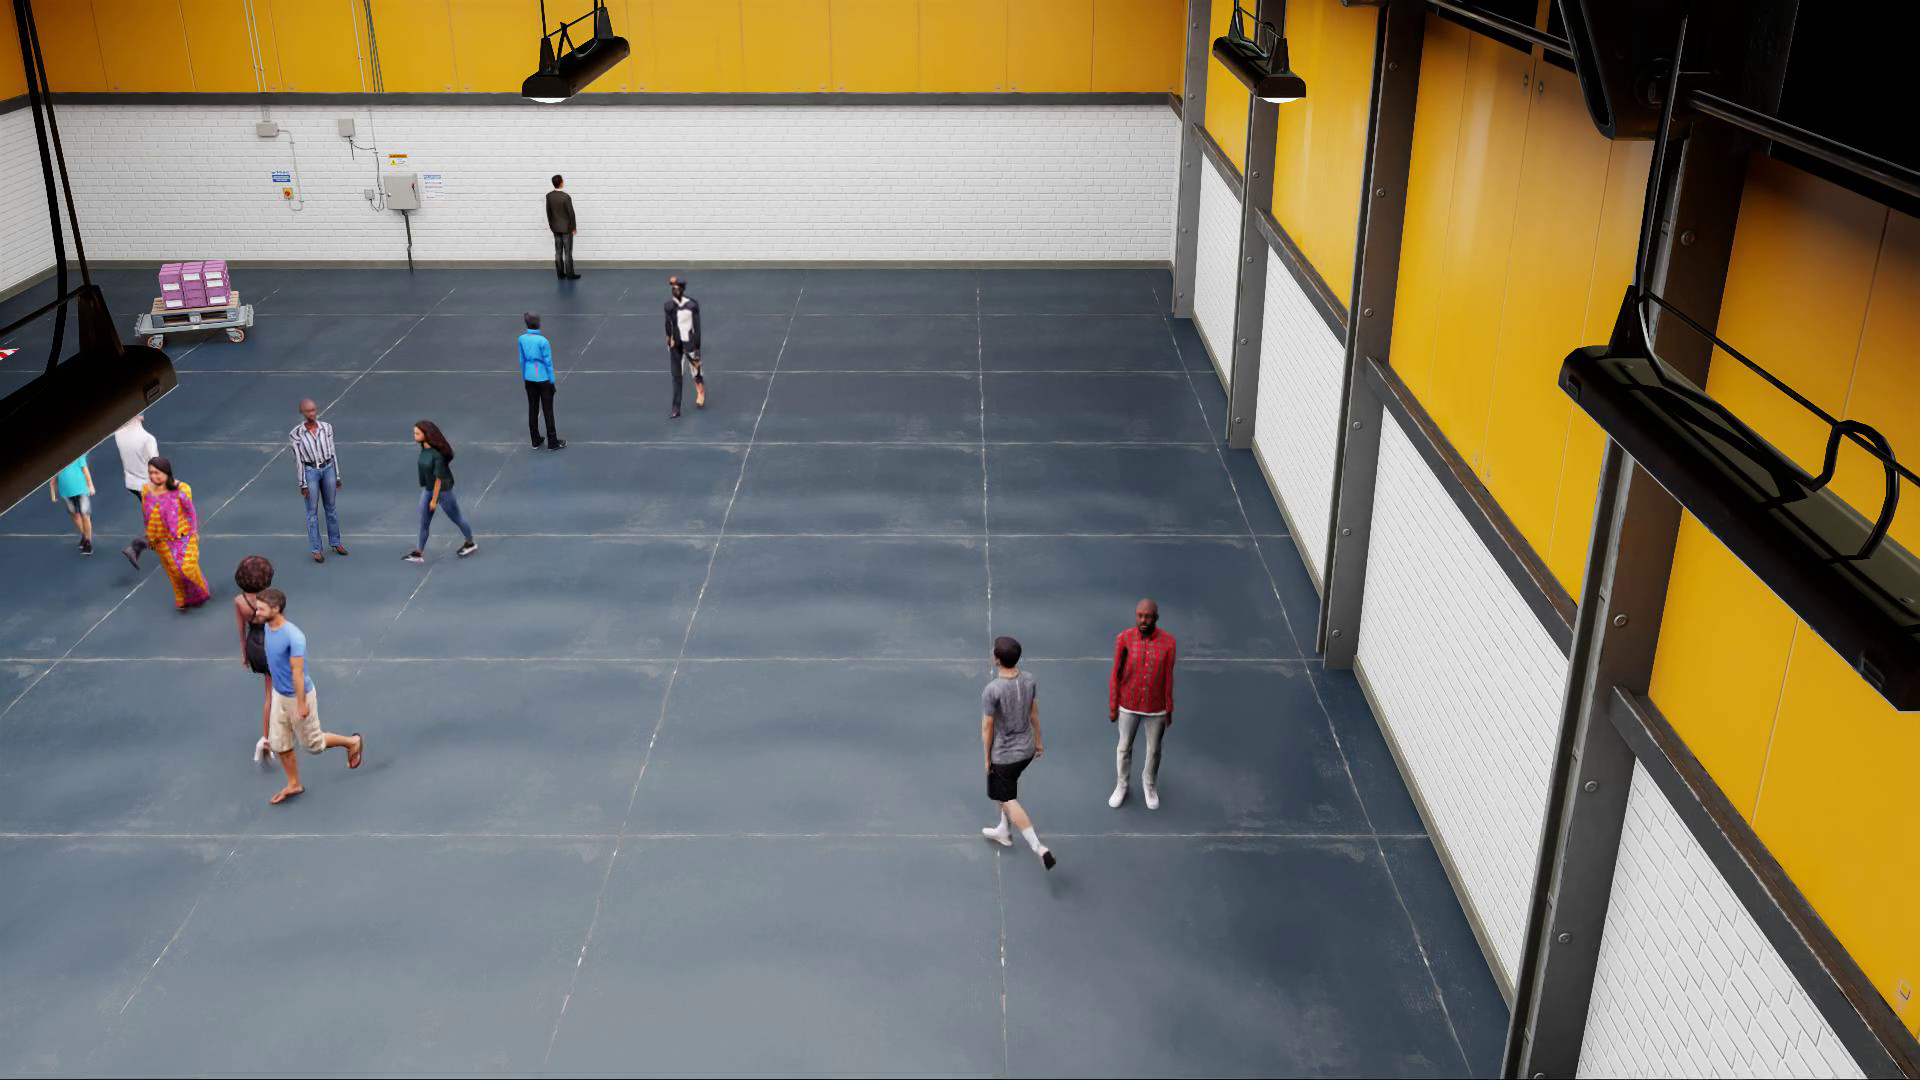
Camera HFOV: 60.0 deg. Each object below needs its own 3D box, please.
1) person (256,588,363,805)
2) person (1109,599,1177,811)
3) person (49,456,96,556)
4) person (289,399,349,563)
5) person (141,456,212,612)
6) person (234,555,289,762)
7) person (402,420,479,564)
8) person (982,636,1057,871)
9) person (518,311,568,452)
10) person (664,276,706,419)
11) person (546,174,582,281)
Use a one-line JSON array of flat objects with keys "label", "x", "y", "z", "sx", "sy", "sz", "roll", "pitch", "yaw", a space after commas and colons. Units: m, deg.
[{"label": "person", "x": -5.338, "y": 1.228, "z": 13.509, "sx": 1.010, "sy": 1.833, "sz": 1.153, "roll": 17, "pitch": 29, "yaw": 33}, {"label": "person", "x": 1.467, "y": 1.296, "z": 13.370, "sx": 0.693, "sy": 1.819, "sz": 0.601, "roll": 3, "pitch": 24, "yaw": 7}, {"label": "person", "x": -9.657, "y": -0.586, "z": 18.162, "sx": 0.634, "sy": 1.430, "sz": 0.837, "roll": -4, "pitch": 24, "yaw": -9}, {"label": "person", "x": -6.906, "y": -0.659, "z": 17.871, "sx": 0.748, "sy": 1.796, "sz": 0.684, "roll": 21, "pitch": 31, "yaw": 40}, {"label": "person", "x": -7.891, "y": -0.095, "z": 16.747, "sx": 0.666, "sy": 1.663, "sz": 0.715, "roll": 2, "pitch": 24, "yaw": 4}, {"label": "person", "x": -5.875, "y": 1.039, "z": 14.056, "sx": 0.574, "sy": 1.740, "sz": 1.163, "roll": 0, "pitch": 24, "yaw": 1}, {"label": "person", "x": -5.496, "y": -0.523, "z": 17.841, "sx": 1.031, "sy": 1.572, "sz": 1.116, "roll": 20, "pitch": 30, "yaw": 38}, {"label": "person", "x": 0.454, "y": 1.646, "z": 12.557, "sx": 1.089, "sy": 1.829, "sz": 1.185, "roll": -18, "pitch": 29, "yaw": -35}, {"label": "person", "x": -5.324, "y": -2.009, "z": 20.957, "sx": 0.687, "sy": 1.798, "sz": 0.670, "roll": 9, "pitch": 25, "yaw": 20}, {"label": "person", "x": -3.636, "y": -2.605, "z": 22.255, "sx": 0.804, "sy": 1.851, "sz": 1.225, "roll": 3, "pitch": 24, "yaw": 8}, {"label": "person", "x": -6.874, "y": -5.406, "z": 28.721, "sx": 0.753, "sy": 1.804, "sz": 0.686, "roll": 9, "pitch": 25, "yaw": 20}]
